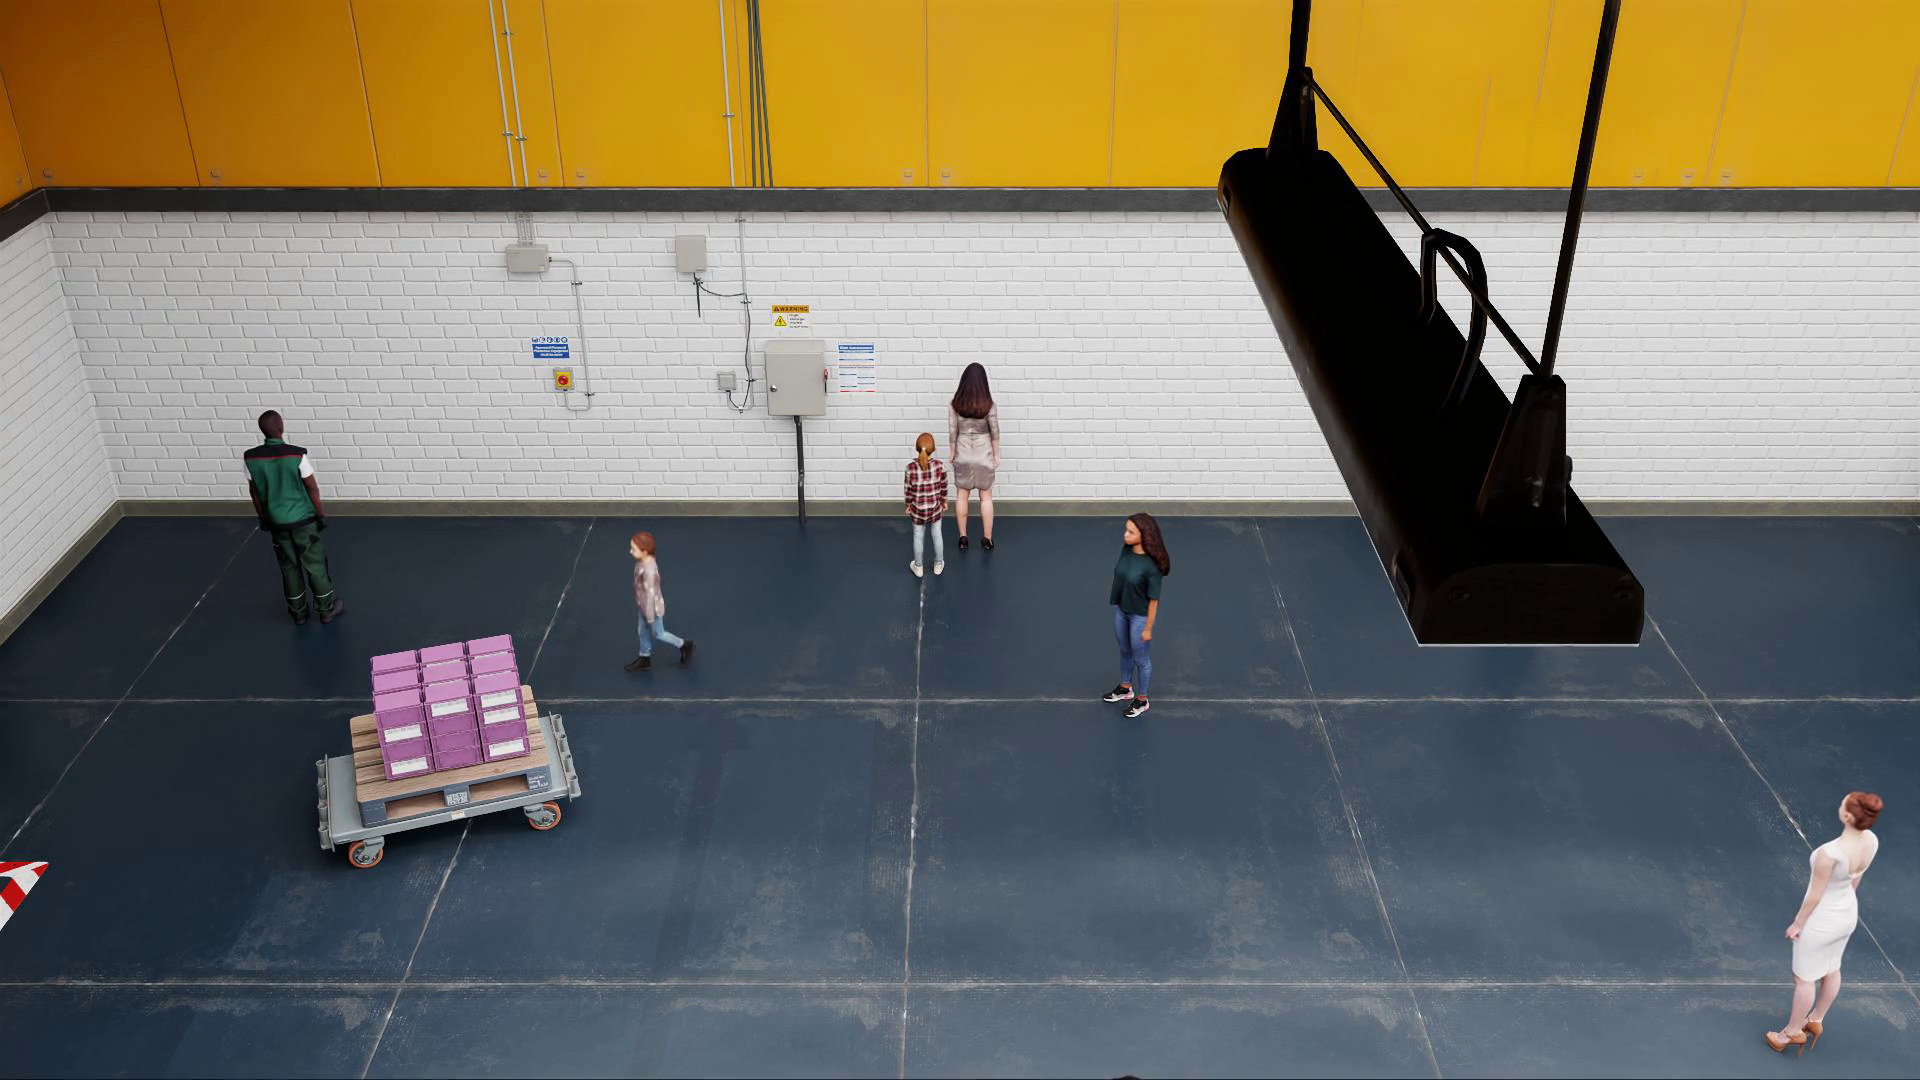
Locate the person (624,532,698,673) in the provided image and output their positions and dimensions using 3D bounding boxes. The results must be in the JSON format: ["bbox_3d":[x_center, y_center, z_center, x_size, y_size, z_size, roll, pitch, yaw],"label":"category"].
[{"bbox_3d":[-2.302,0.483,12.620,0.712,1.181,0.792,-9,30,-17],"label":"person"}]

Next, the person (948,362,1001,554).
[{"bbox_3d":[0.122,-0.691,14.182,0.628,1.746,0.566,5,29,9],"label":"person"}]

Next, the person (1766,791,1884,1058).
[{"bbox_3d":[4.717,2.085,9.046,0.628,1.791,0.614,-12,31,-21],"label":"person"}]

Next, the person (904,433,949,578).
[{"bbox_3d":[-0.280,-0.300,13.925,0.557,1.306,0.565,-4,29,-8],"label":"person"}]

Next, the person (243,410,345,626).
[{"bbox_3d":[-5.277,-0.171,13.133,0.678,1.839,0.599,-1,29,-2],"label":"person"}]

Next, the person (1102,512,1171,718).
[{"bbox_3d":[1.281,0.527,12.083,0.767,1.617,0.682,-16,32,-27],"label":"person"}]
